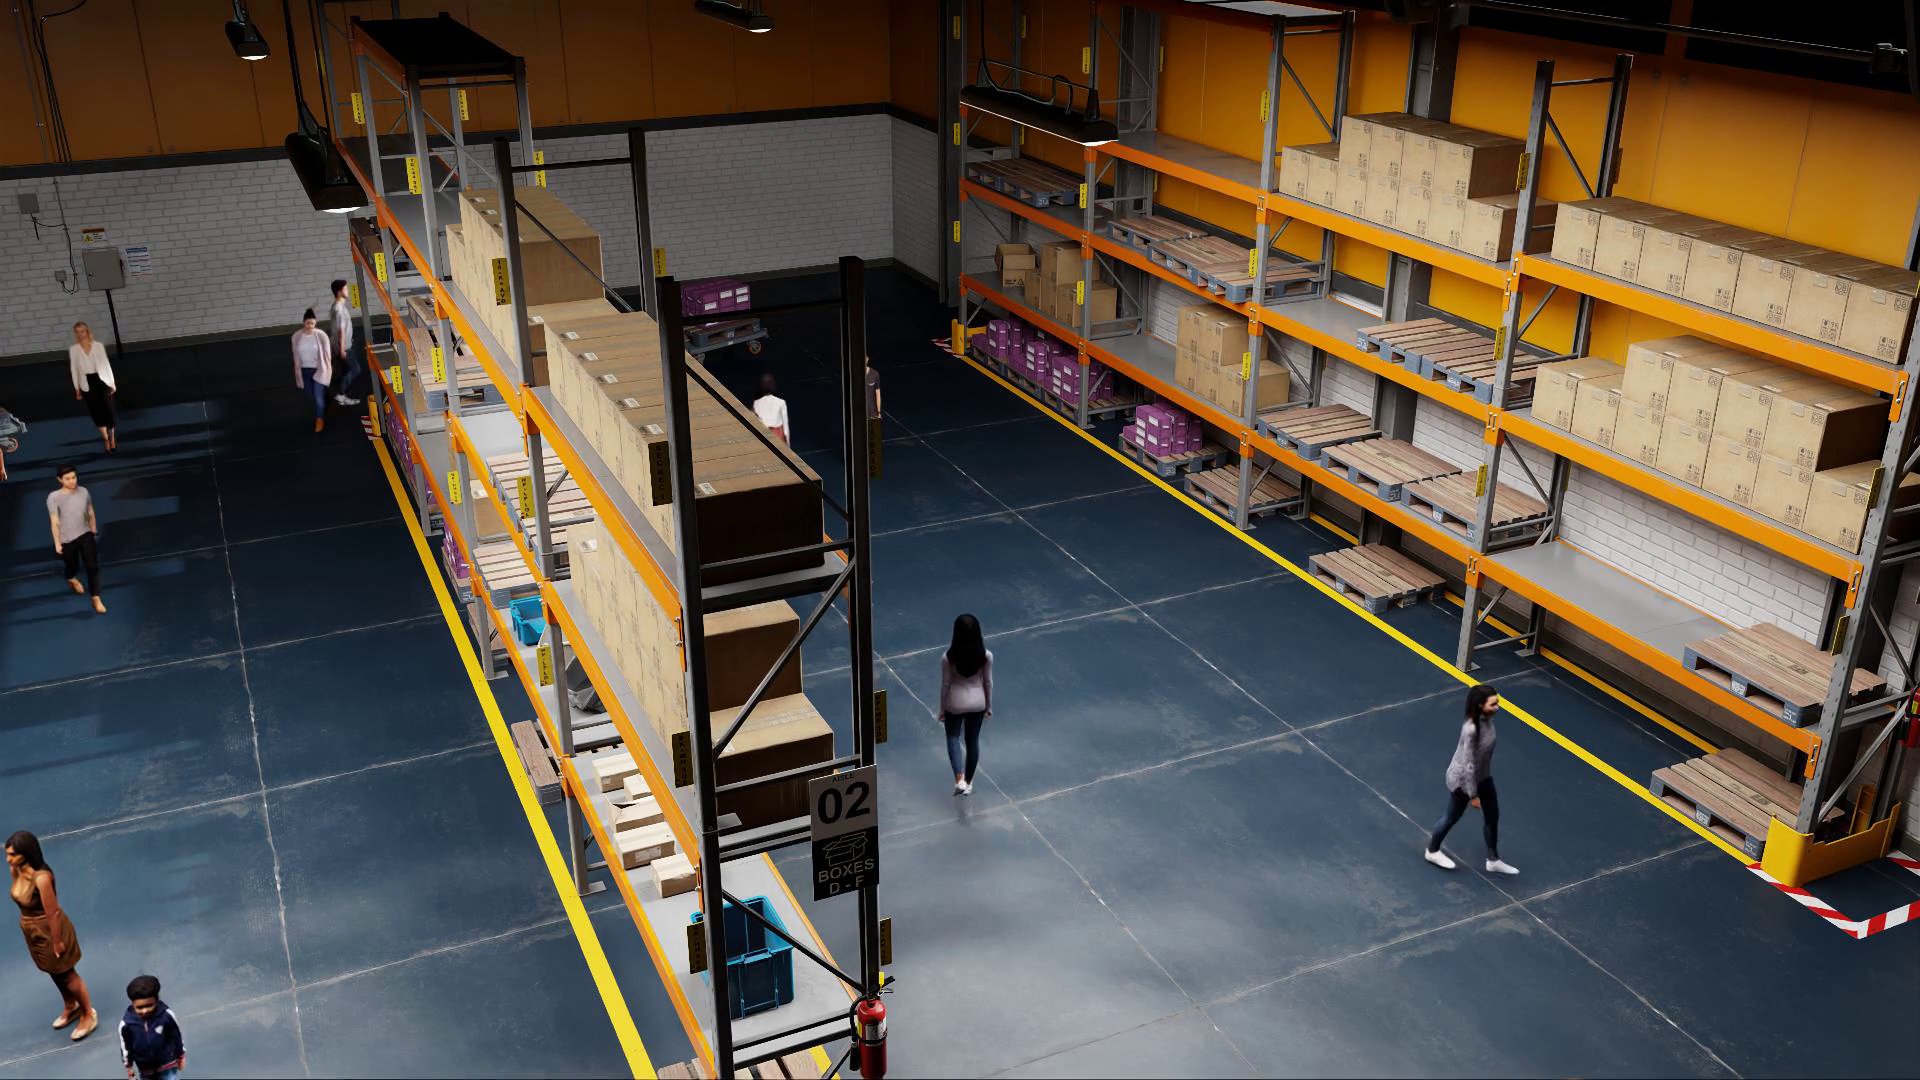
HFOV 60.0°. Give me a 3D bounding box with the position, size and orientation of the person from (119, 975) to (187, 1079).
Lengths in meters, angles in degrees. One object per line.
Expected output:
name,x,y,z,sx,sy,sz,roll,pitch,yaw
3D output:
person,-5.215,3.318,10.790,0.552,1.217,0.611,-8,25,-17

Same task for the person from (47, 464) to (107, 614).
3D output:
person,-9.549,-0.046,17.911,1.092,1.679,0.823,21,31,40

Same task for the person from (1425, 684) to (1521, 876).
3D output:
person,4.018,1.909,13.411,1.082,1.701,0.915,17,29,33

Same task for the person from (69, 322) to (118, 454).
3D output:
person,-11.563,-2.043,22.271,0.646,1.846,0.673,-9,25,-20

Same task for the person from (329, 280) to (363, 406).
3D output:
person,-8.986,-2.799,23.975,0.800,1.866,0.638,-9,25,-20

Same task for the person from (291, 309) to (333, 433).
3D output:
person,-9.000,-2.401,23.256,0.949,1.712,1.132,0,24,0

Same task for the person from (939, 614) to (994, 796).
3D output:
person,0.059,1.484,14.347,0.764,1.729,0.871,-2,24,-6

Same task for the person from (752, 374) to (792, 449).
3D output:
person,-2.309,-1.141,20.349,0.719,1.732,0.737,2,24,4

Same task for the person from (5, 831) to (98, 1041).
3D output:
person,-6.331,2.733,11.548,0.612,1.684,0.705,14,27,29
